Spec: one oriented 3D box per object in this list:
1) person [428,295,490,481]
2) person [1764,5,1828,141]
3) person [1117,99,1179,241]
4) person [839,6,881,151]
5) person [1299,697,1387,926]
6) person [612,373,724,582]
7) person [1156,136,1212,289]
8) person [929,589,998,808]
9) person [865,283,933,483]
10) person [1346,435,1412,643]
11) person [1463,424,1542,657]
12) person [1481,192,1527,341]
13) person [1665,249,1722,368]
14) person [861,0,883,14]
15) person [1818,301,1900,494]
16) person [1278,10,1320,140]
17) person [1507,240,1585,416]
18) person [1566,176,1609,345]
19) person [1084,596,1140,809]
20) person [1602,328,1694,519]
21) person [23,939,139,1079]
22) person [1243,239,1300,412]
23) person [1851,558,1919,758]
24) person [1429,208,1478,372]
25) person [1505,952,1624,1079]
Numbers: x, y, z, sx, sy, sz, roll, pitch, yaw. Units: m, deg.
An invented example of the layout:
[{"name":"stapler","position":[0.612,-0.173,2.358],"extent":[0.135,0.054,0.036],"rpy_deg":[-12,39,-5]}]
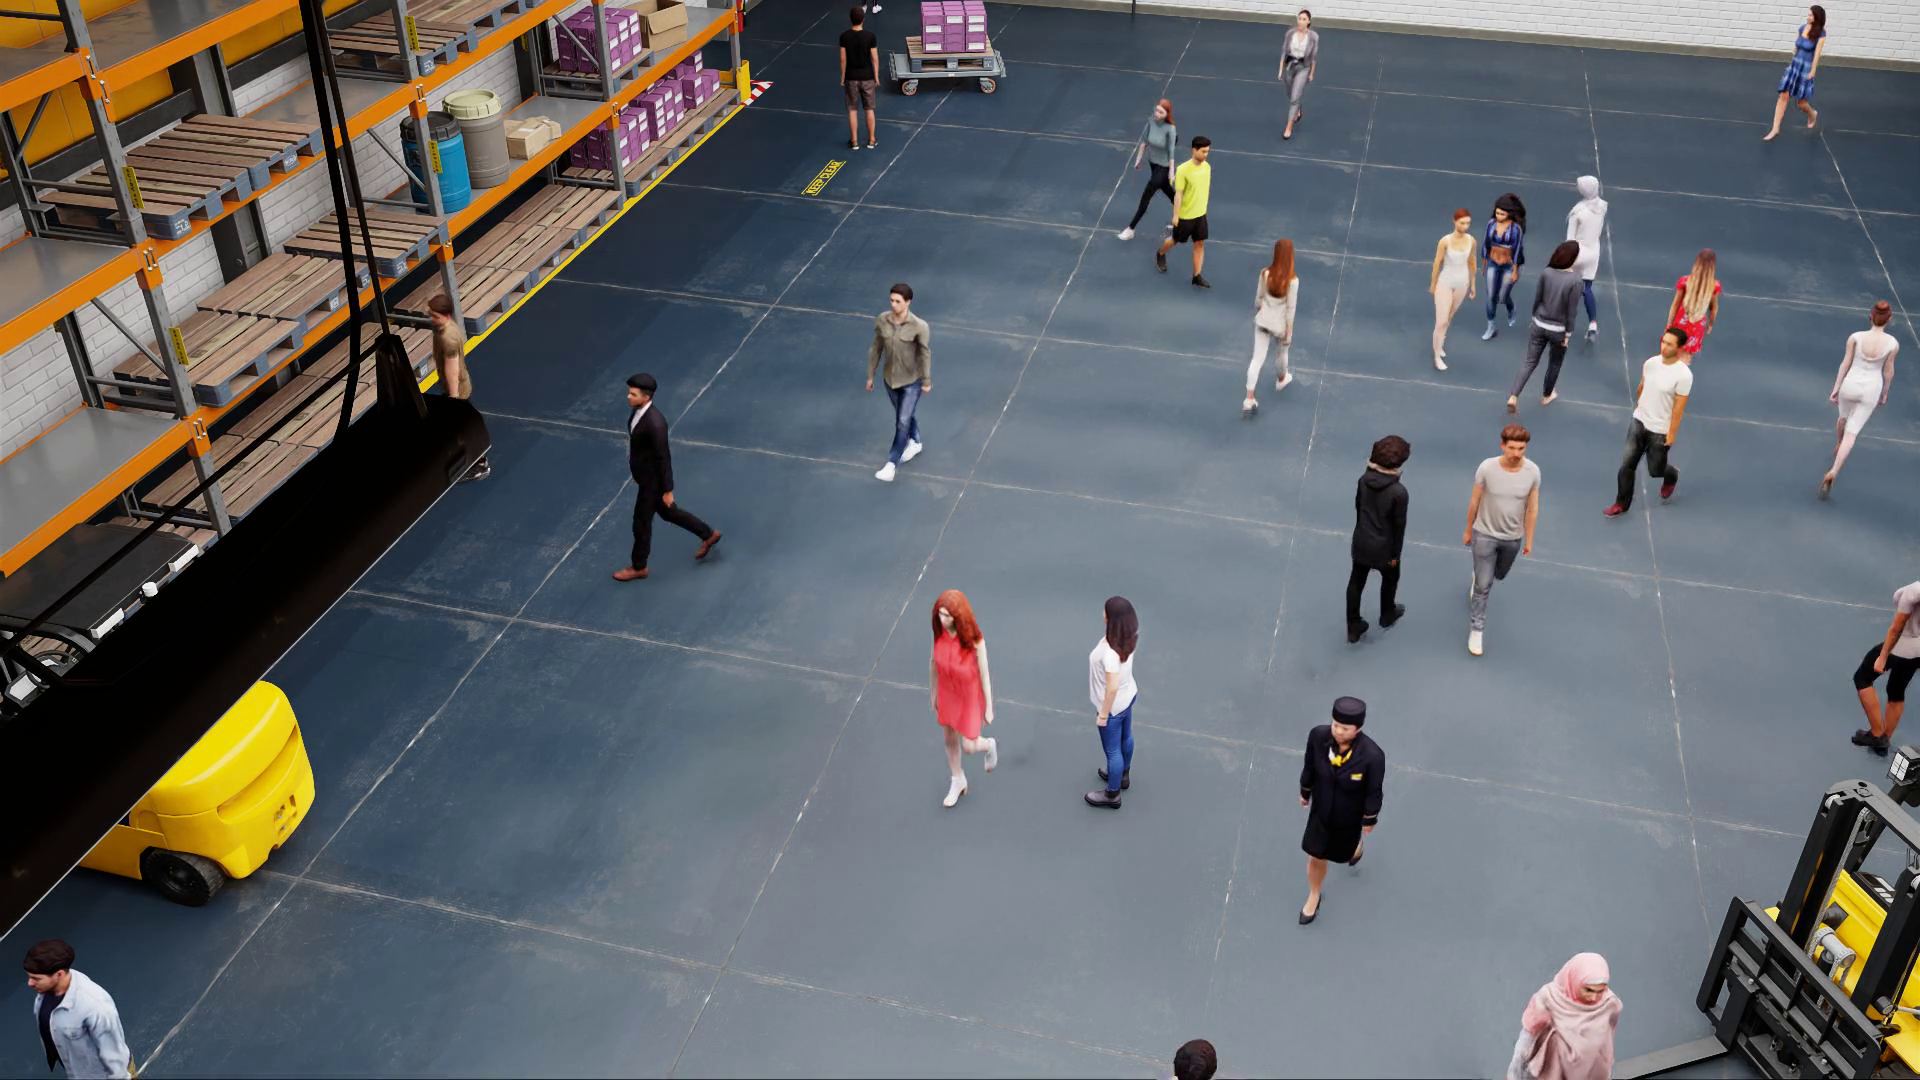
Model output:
[{"name":"person","position":[-4.476,-1.371,14.777],"extent":[0.892,1.832,0.778],"rpy_deg":[-7,34,-10]},{"name":"person","position":[11.172,-6.148,22.009],"extent":[1.045,1.781,1.043],"rpy_deg":[-12,35,-17]},{"name":"person","position":[2.382,-4.287,19.298],"extent":[1.263,1.683,1.196],"rpy_deg":[-16,37,-23]},{"name":"person","position":[-1.325,-6.056,21.797],"extent":[0.744,1.861,0.706],"rpy_deg":[-2,34,-3]},{"name":"person","position":[2.402,1.653,10.388],"extent":[0.893,1.653,1.056],"rpy_deg":[22,40,30]},{"name":"person","position":[-2.396,-0.527,13.492],"extent":[1.234,1.848,1.252],"rpy_deg":[-13,36,-18]},{"name":"person","position":[2.479,-3.652,18.353],"extent":[1.113,1.671,1.152],"rpy_deg":[-18,38,-25]},{"name":"person","position":[0.057,1.030,11.184],"extent":[0.761,1.810,0.885],"rpy_deg":[20,39,27]},{"name":"person","position":[-0.467,-1.473,14.940],"extent":[0.927,1.820,1.223],"rpy_deg":[19,38,26]},{"name":"person","position":[3.144,0.047,12.711],"extent":[0.868,1.756,0.984],"rpy_deg":[29,43,36]},{"name":"person","position":[4.142,-0.096,12.827],"extent":[0.782,1.867,1.189],"rpy_deg":[3,34,5]},{"name":"person","position":[5.634,-2.834,17.176],"extent":[0.832,1.611,0.915],"rpy_deg":[26,42,33]},{"name":"person","position":[6.985,-1.989,15.967],"extent":[0.637,1.543,1.084],"rpy_deg":[11,35,16]},{"name":"person","position":[-1.495,-9.485,27.064],"extent":[0.610,1.742,0.559],"rpy_deg":[4,34,6]},{"name":"person","position":[7.871,-1.210,14.619],"extent":[0.829,1.737,1.200],"rpy_deg":[20,38,27]},{"name":"person","position":[4.542,-6.284,22.338],"extent":[0.783,1.643,1.148],"rpy_deg":[17,37,23]},{"name":"person","position":[5.561,-1.985,15.777],"extent":[0.917,1.745,1.138],"rpy_deg":[27,42,34]},{"name":"person","position":[6.437,-2.856,17.096],"extent":[0.951,1.737,1.174],"rpy_deg":[-5,34,-7]},{"name":"person","position":[1.052,1.094,11.201],"extent":[0.697,1.684,0.515],"rpy_deg":[14,36,20]},{"name":"person","position":[6.015,-0.997,14.258],"extent":[1.104,1.783,1.014],"rpy_deg":[-20,38,-27]},{"name":"person","position":[-4.453,2.732,8.625],"extent":[0.741,1.809,0.684],"rpy_deg":[20,39,28]},{"name":"person","position":[2.945,-2.004,15.880],"extent":[0.820,1.664,1.214],"rpy_deg":[19,38,26]},{"name":"person","position":[6.633,0.817,11.572],"extent":[0.744,1.736,0.790],"rpy_deg":[-13,36,-19]},{"name":"person","position":[4.933,-2.593,16.802],"extent":[0.784,1.625,0.940],"rpy_deg":[-7,34,-11]},{"name":"person","position":[3.049,2.740,8.633],"extent":[0.801,1.786,1.008],"rpy_deg":[-1,34,-2]}]
